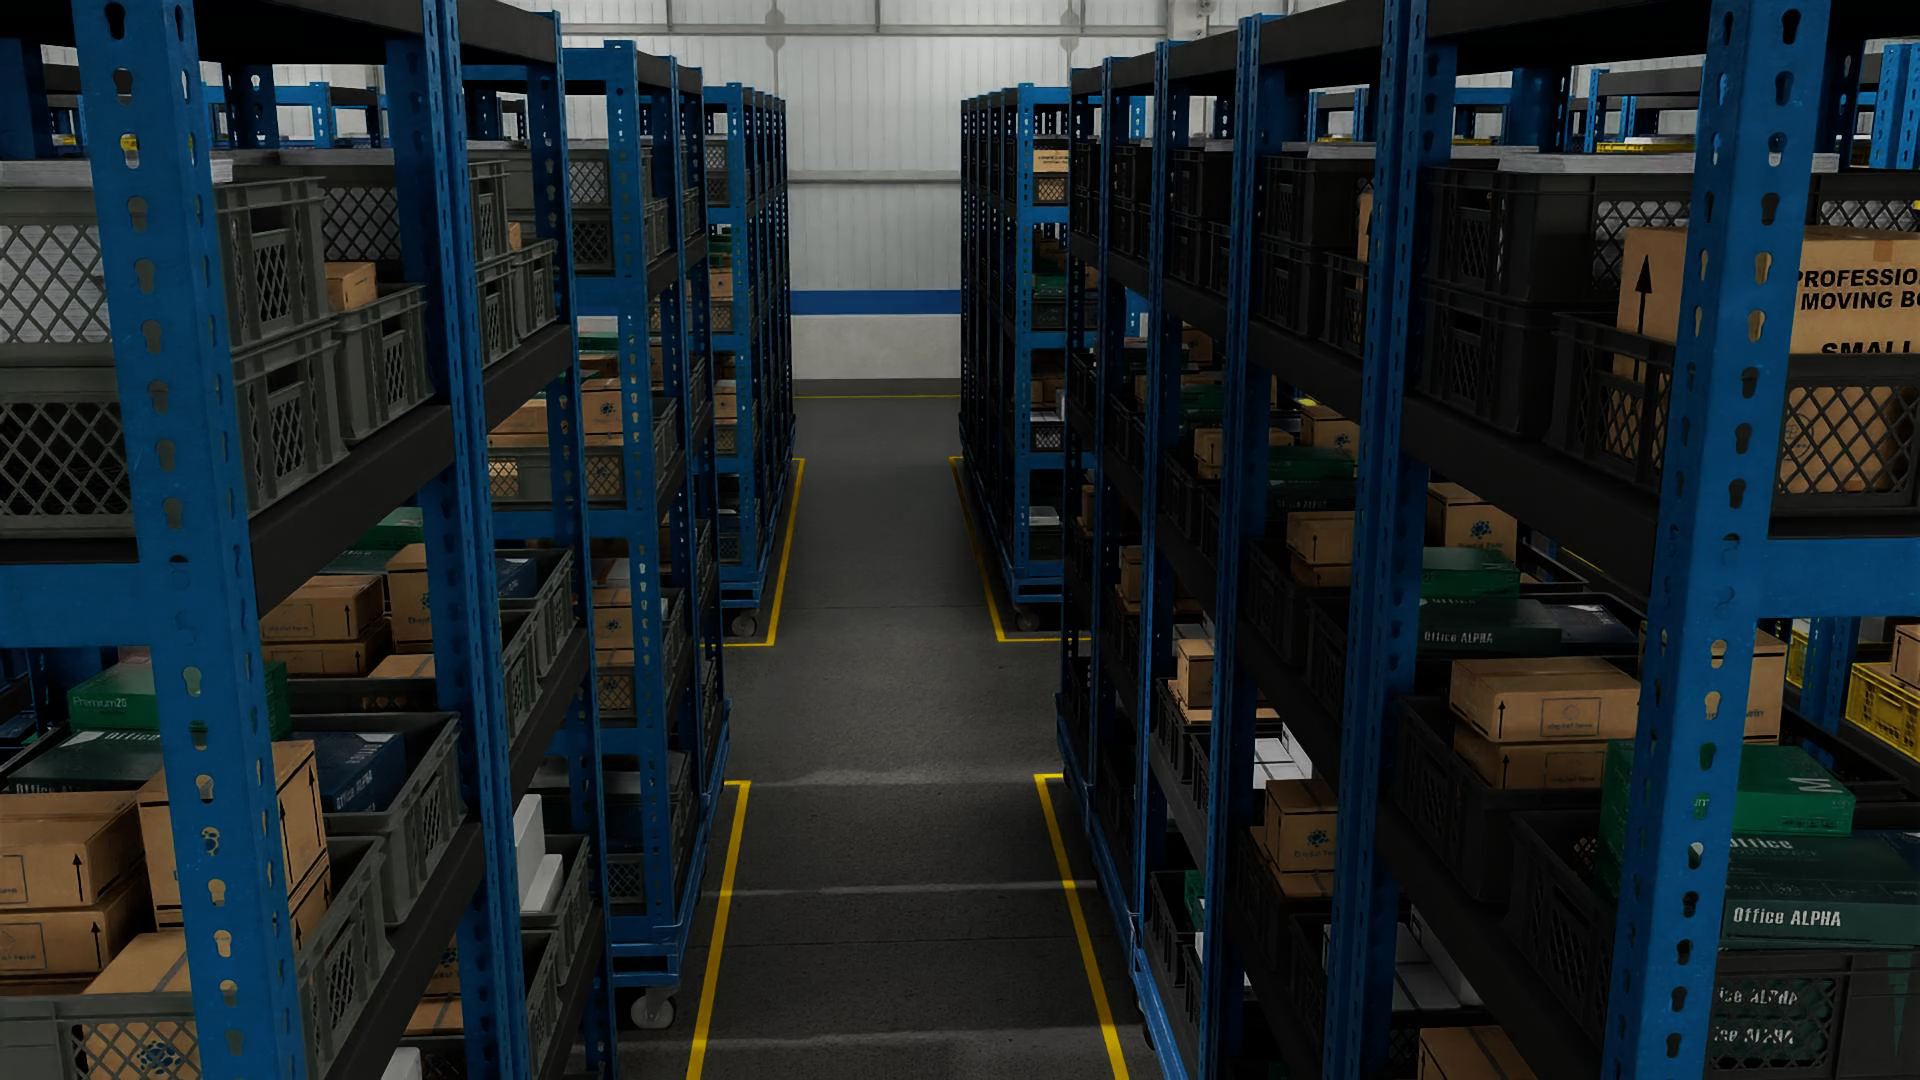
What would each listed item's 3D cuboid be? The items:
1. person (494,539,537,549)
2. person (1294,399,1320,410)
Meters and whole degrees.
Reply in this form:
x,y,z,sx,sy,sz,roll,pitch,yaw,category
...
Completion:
x,y,z,sx,sy,sz,roll,pitch,yaw,category
-2.321,0.268,8.551,0.378,1.995,0.609,6,15,22,person
1.950,0.090,9.607,0.601,1.830,0.403,-10,17,-35,person
